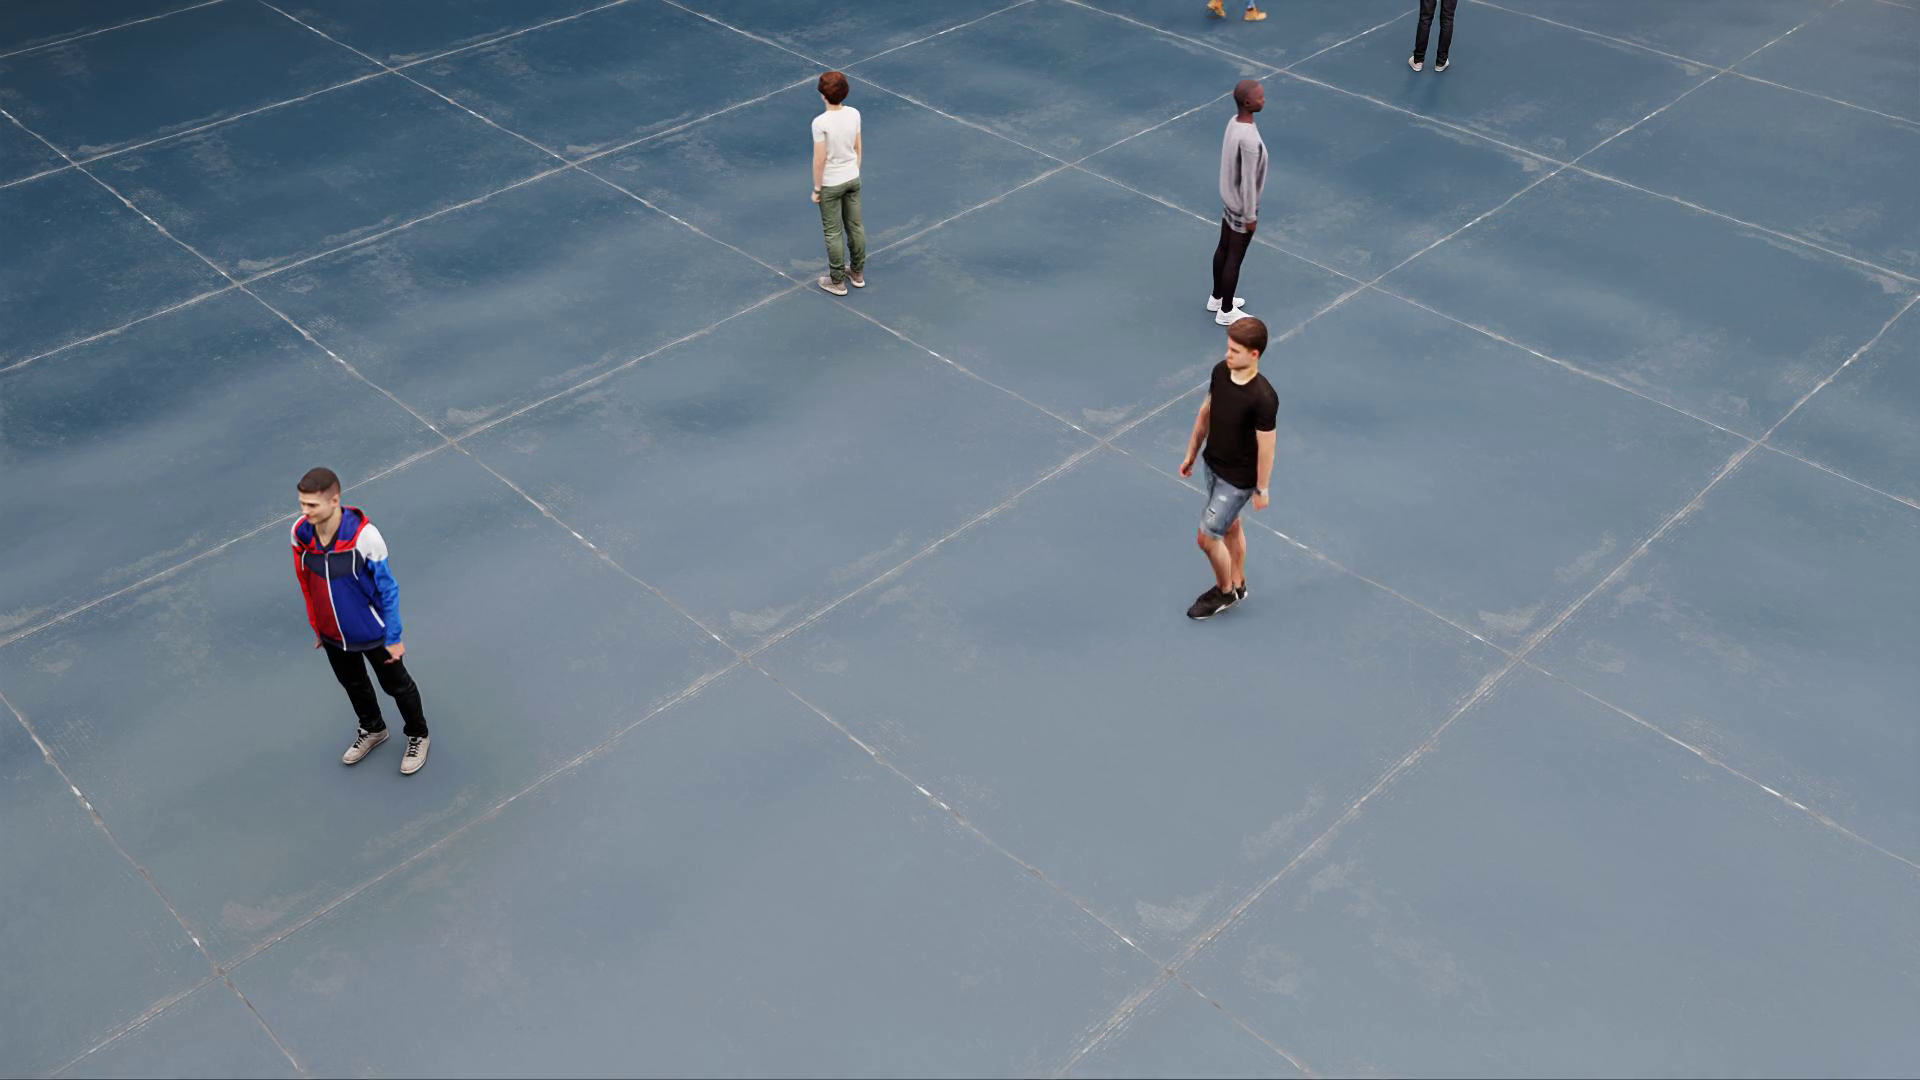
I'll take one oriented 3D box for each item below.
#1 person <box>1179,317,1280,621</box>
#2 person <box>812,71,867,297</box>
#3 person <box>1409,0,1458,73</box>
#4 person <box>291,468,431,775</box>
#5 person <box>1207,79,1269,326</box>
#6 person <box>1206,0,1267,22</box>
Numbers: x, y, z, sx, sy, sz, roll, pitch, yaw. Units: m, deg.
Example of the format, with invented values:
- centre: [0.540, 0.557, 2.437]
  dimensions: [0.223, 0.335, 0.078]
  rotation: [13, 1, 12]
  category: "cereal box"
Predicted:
- centre: [1.546, -0.390, 8.964]
  dimensions: [0.789, 1.833, 0.773]
  rotation: [-14, 39, -17]
  category: "person"
- centre: [-0.872, -2.570, 11.979]
  dimensions: [0.494, 1.655, 0.655]
  rotation: [-26, 44, -30]
  category: "person"
- centre: [4.462, -5.226, 15.385]
  dimensions: [0.704, 1.760, 0.723]
  rotation: [7, 38, 9]
  category: "person"
- centre: [-2.892, 0.391, 8.000]
  dimensions: [0.714, 1.756, 0.712]
  rotation: [9, 38, 11]
  category: "person"
- centre: [1.933, -2.355, 11.600]
  dimensions: [0.727, 1.771, 0.697]
  rotation: [-5, 37, -6]
  category: "person"
- centre: [2.773, -5.793, 16.566]
  dimensions: [0.880, 1.233, 0.774]
  rotation: [-4, 37, -5]
  category: "person"
